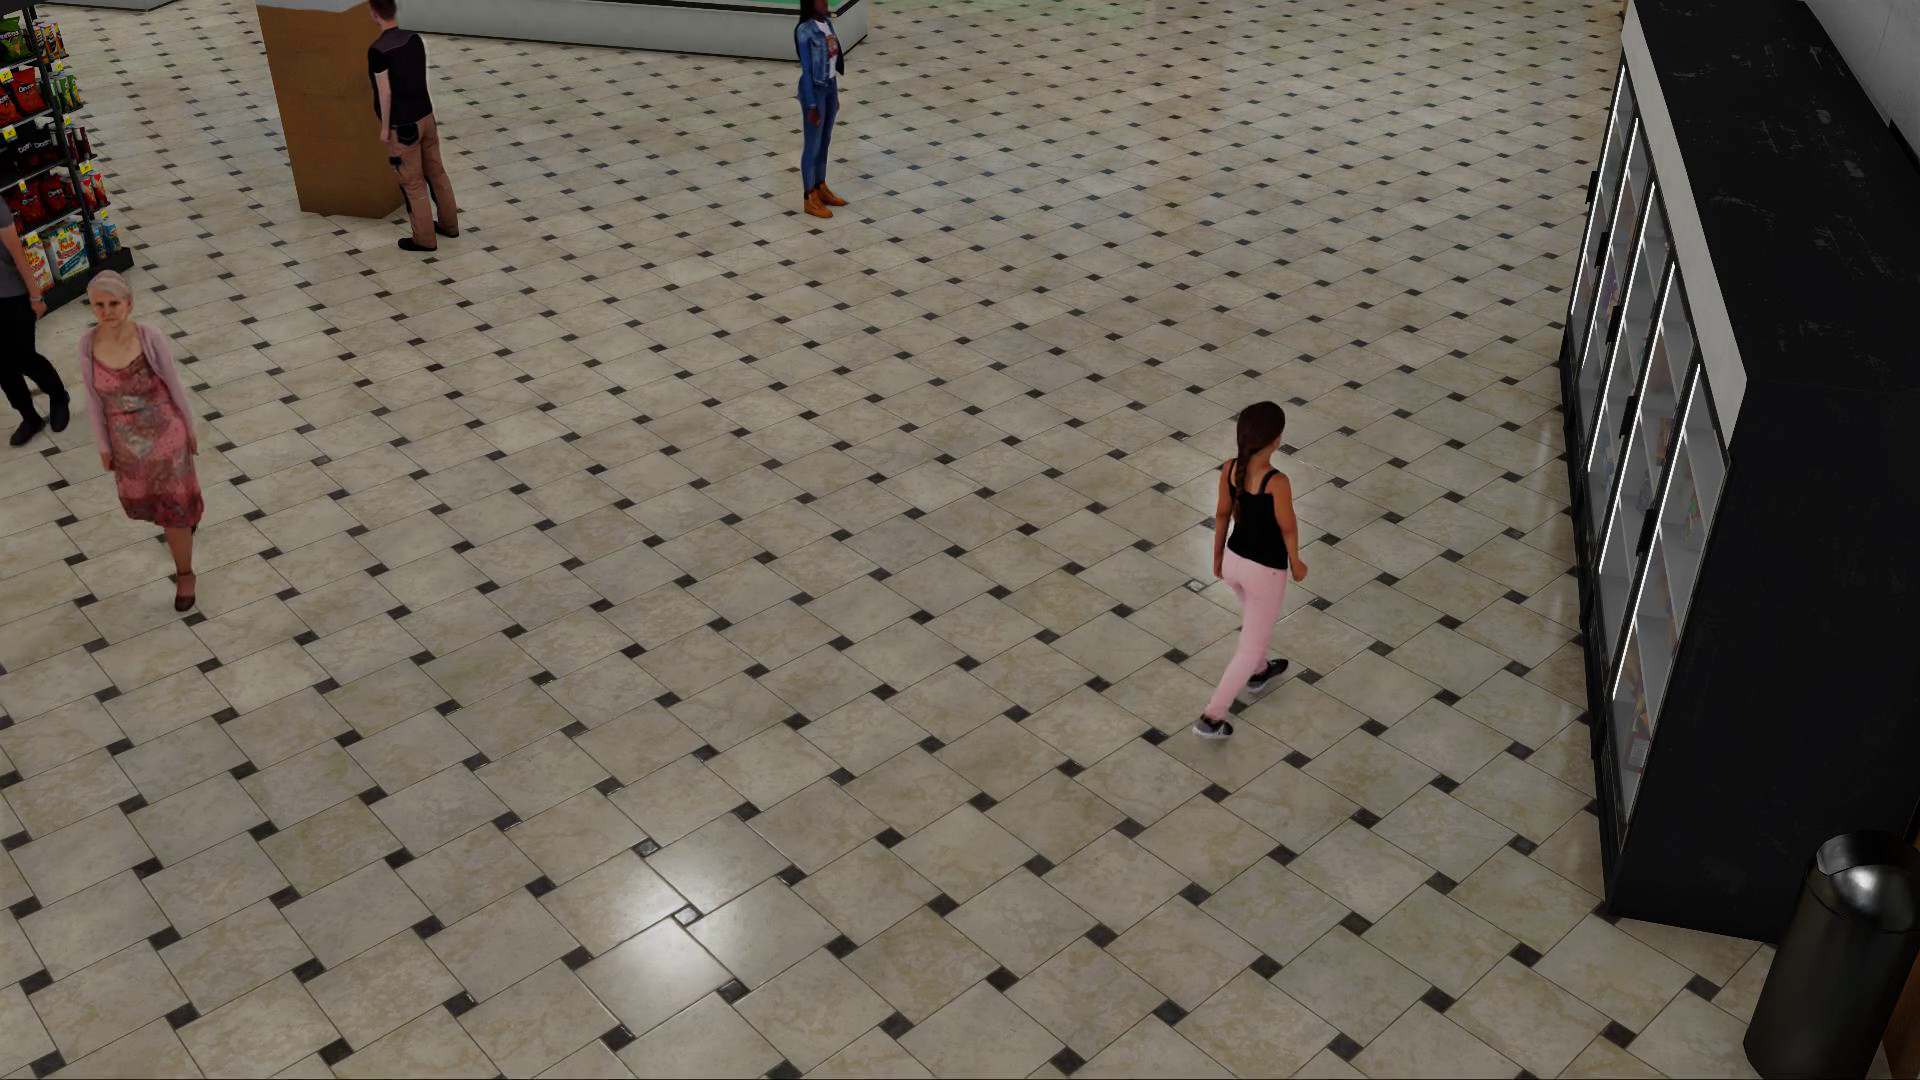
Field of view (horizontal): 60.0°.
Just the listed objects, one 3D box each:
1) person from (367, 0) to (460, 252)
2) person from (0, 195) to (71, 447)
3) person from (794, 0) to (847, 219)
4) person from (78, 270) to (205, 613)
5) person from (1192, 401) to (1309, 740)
[{"bbox_3d":[-3.914,-2.981,11.808,0.618,1.840,0.705,12,34,18],"label":"person"},{"bbox_3d":[-5.376,-1.397,9.356,0.668,1.742,0.775,1,32,1],"label":"person"},{"bbox_3d":[-1.068,-3.309,12.456,0.554,1.712,0.626,12,34,19],"label":"person"},{"bbox_3d":[-3.914,-0.518,8.013,0.999,1.668,0.902,-7,33,-11],"label":"person"},{"bbox_3d":[1.223,0.161,7.044,0.955,1.539,0.970,-22,38,-32],"label":"person"}]
